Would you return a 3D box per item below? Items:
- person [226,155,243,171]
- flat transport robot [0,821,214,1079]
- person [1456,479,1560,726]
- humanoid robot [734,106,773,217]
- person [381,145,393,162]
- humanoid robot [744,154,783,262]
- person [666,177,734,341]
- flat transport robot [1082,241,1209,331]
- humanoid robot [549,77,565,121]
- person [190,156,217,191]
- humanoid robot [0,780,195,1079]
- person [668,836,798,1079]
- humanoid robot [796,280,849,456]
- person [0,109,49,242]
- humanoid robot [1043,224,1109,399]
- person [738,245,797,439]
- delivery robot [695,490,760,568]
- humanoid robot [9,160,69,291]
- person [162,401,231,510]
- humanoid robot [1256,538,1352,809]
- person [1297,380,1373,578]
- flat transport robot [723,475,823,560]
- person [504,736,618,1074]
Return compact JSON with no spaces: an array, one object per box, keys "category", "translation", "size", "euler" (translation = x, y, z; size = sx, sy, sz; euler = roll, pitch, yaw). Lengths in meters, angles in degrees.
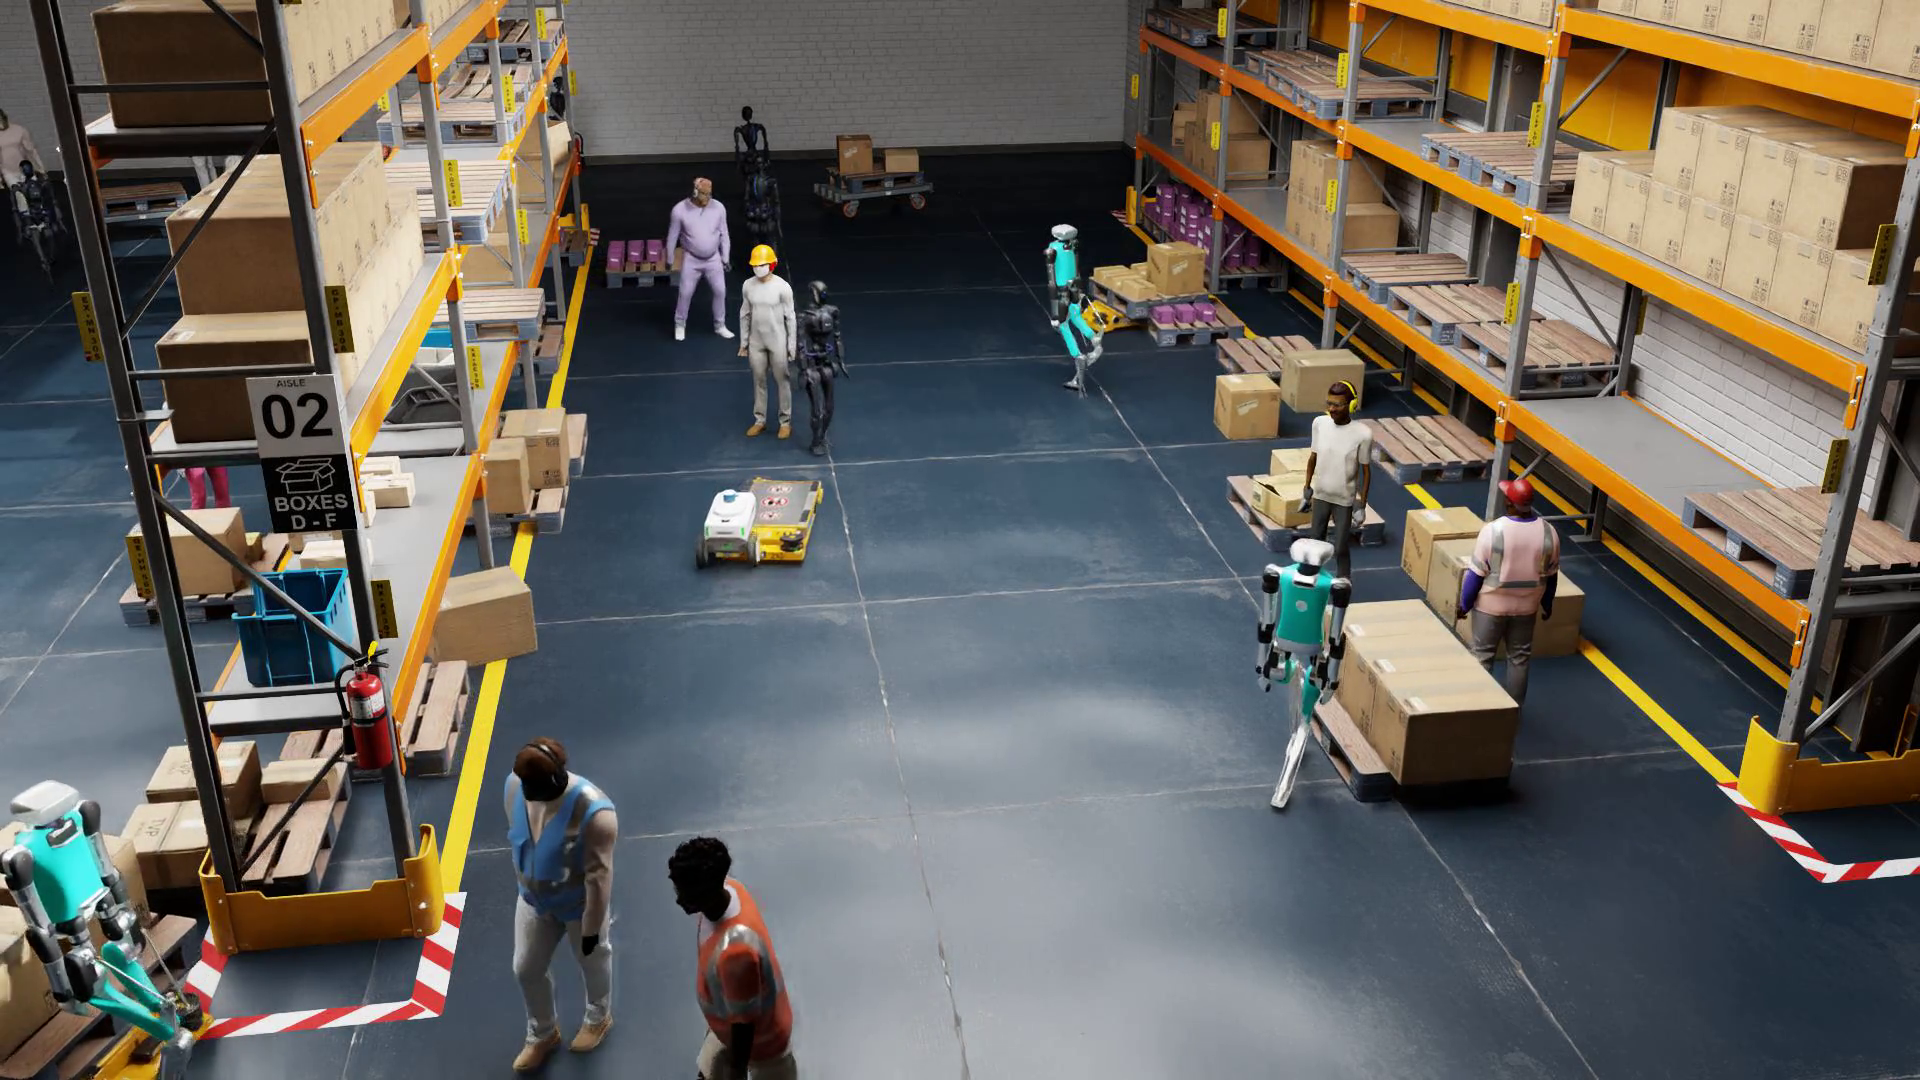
[{"category":"person","translation":[-8.823,-3.859,20.544],"size":[0.510,1.807,0.905],"euler":[-8,25,-18]},{"category":"flat transport robot","translation":[-4.504,2.418,8.169],"size":[1.431,0.231,0.659],"euler":[5,24,12]},{"category":"person","translation":[3.572,0.414,10.885],"size":[0.621,1.755,0.420],"euler":[-1,24,-2]},{"category":"humanoid robot","translation":[-3.077,-5.652,24.876],"size":[0.615,1.624,0.812],"euler":[-15,28,-31]},{"category":"person","translation":[-7.416,-4.233,21.540],"size":[0.598,1.696,0.910],"euler":[9,25,20]},{"category":"humanoid robot","translation":[-2.553,-4.066,21.199],"size":[0.603,1.645,0.473],"euler":[14,27,28]},{"category":"person","translation":[-2.971,-3.213,18.998],"size":[0.691,1.884,0.452],"euler":[-11,26,-23]},{"category":"flat transport robot","translation":[2.140,-2.729,19.894],"size":[1.431,0.231,0.659],"euler":[-9,25,-20]},{"category":"humanoid robot","translation":[-6.651,-6.771,27.363],"size":[0.476,1.644,0.610],"euler":[-7,25,-16]},{"category":"person","translation":[-11.697,-6.061,25.530],"size":[0.429,1.843,0.632],"euler":[1,24,1]},{"category":"humanoid robot","translation":[-3.734,1.940,7.490],"size":[0.778,1.826,0.532],"euler":[5,24,12]},{"category":"person","translation":[-0.913,2.031,7.014],"size":[1.027,1.903,0.652],"euler":[-9,25,-19]},{"category":"humanoid robot","translation":[-1.319,-1.638,15.648],"size":[0.333,1.646,0.585],"euler":[19,30,37]},{"category":"person","translation":[-13.202,-5.116,23.324],"size":[0.721,1.880,0.865],"euler":[-12,26,-25]},{"category":"humanoid robot","translation":[1.257,-2.281,17.189],"size":[0.761,1.898,0.546],"euler":[17,29,33]},{"category":"person","translation":[-1.850,-1.905,15.997],"size":[0.580,1.895,0.355],"euler":[6,24,14]},{"category":"delivery robot","translation":[-1.872,-0.105,13.564],"size":[0.499,0.596,0.775],"euler":[0,24,0]},{"category":"humanoid robot","translation":[-11.714,-4.016,21.117],"size":[0.700,1.637,0.612],"euler":[22,32,40]},{"category":"person","translation":[-6.174,-0.685,13.552],"size":[0.278,1.623,0.510],"euler":[15,28,31]},{"category":"humanoid robot","translation":[2.140,0.723,10.264],"size":[0.540,1.763,1.029],"euler":[10,26,21]},{"category":"person","translation":[2.772,-0.292,12.354],"size":[0.531,1.869,0.313],"euler":[18,29,35]},{"category":"flat transport robot","translation":[-1.570,-0.193,14.117],"size":[0.659,0.231,1.431],"euler":[1,24,2]},{"category":"person","translation":[-1.902,1.727,7.824],"size":[0.635,1.813,0.669],"euler":[9,25,20]}]
